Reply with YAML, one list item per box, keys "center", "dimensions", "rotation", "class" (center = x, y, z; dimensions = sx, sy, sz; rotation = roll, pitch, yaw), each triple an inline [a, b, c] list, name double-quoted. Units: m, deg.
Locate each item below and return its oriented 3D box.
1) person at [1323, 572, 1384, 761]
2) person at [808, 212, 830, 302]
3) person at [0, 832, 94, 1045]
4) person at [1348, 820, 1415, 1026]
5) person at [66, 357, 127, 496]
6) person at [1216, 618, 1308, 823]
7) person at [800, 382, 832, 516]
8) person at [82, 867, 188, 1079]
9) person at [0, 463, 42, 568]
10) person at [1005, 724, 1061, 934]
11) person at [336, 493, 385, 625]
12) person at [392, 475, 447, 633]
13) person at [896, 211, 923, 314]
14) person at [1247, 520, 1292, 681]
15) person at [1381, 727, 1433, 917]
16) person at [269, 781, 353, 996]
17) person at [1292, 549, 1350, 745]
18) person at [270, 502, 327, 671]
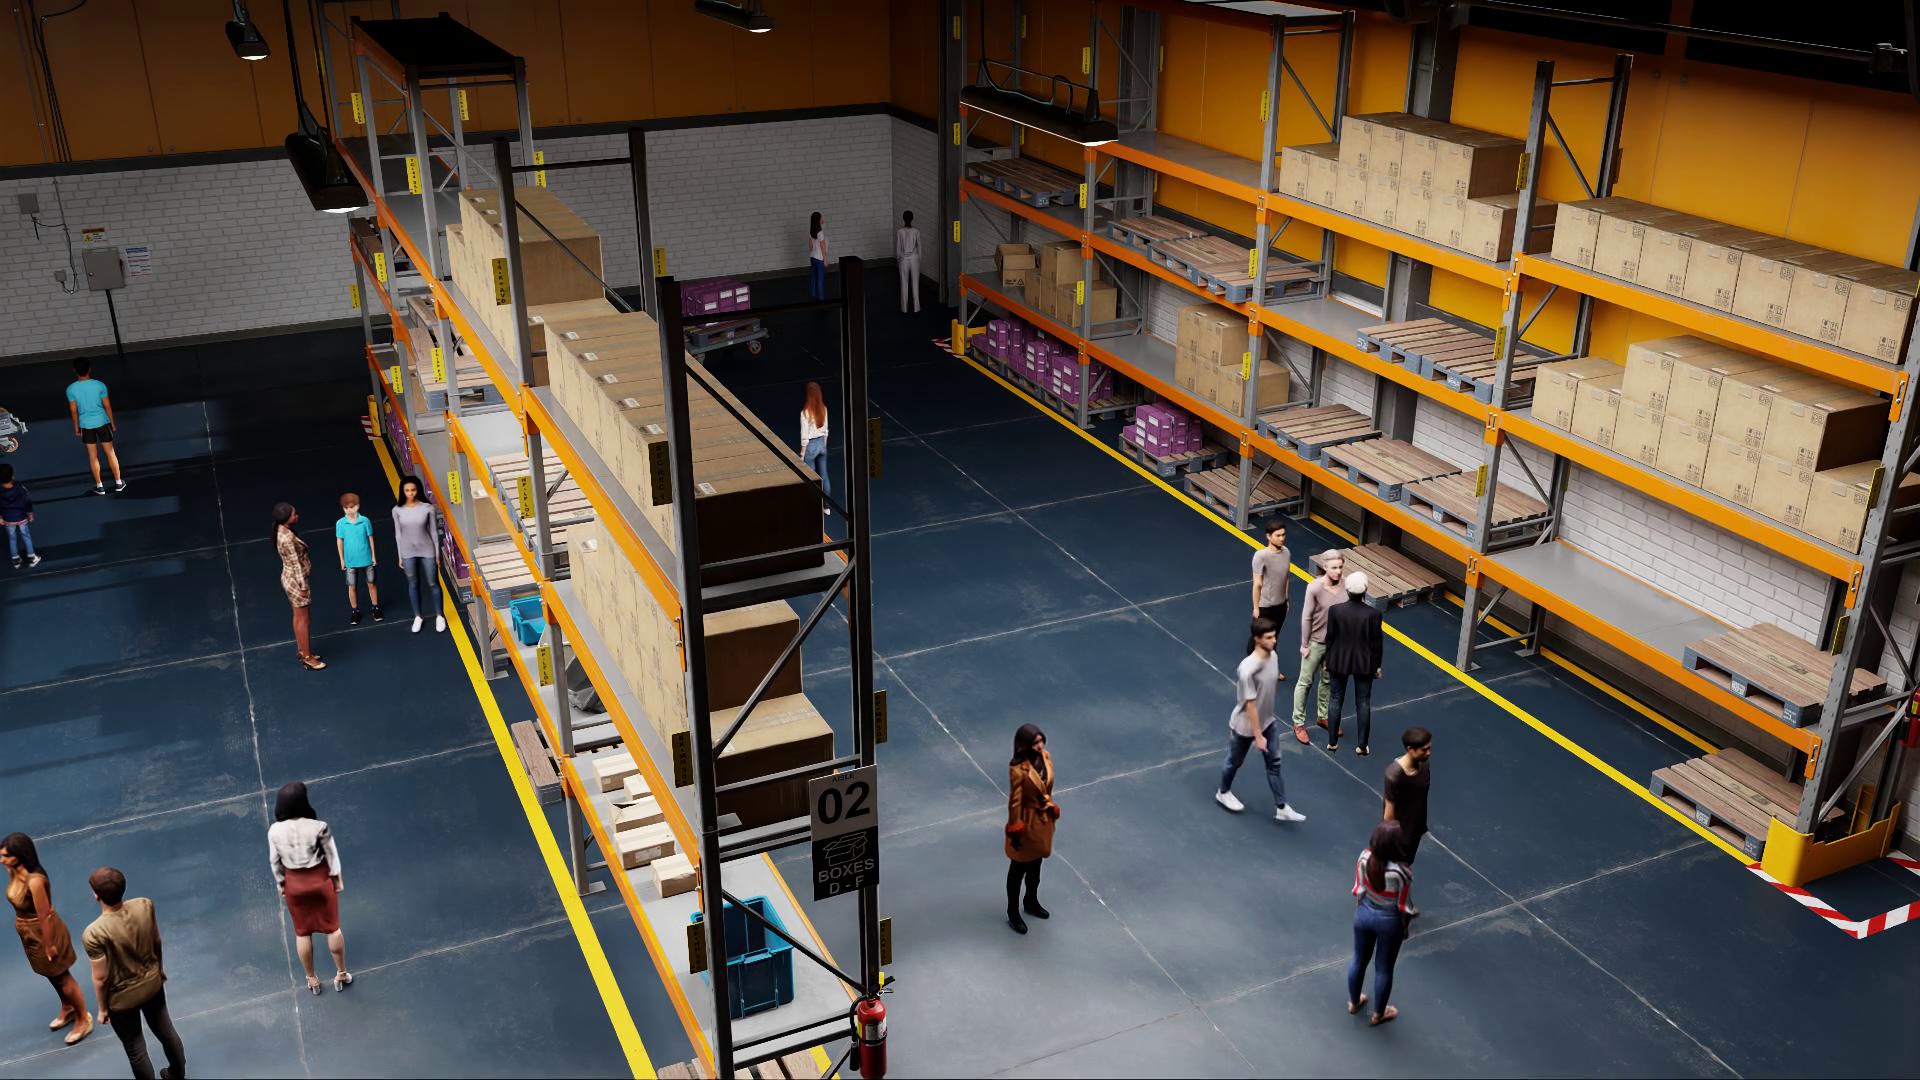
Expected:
- center: [3.388, 1.054, 14.213]
  dimensions: [0.832, 1.782, 0.800]
  rotation: [8, 25, 18]
  class: "person"
- center: [-2.466, -4.853, 28.899]
  dimensions: [0.701, 1.684, 0.524]
  rotation: [-16, 28, -32]
  class: "person"
- center: [-6.354, 2.744, 11.523]
  dimensions: [0.584, 1.683, 0.695]
  rotation: [17, 29, 35]
  class: "person"
- center: [2.963, 2.680, 11.757]
  dimensions: [0.582, 1.612, 0.723]
  rotation: [19, 30, 37]
  class: "person"
- center: [-10.922, -1.447, 20.996]
  dimensions: [0.630, 1.775, 0.526]
  rotation: [-13, 27, -27]
  class: "person"
- center: [2.423, 1.511, 14.136]
  dimensions: [0.892, 1.849, 1.178]
  rotation: [-20, 30, -38]
  class: "person"
- center: [-1.771, -1.101, 20.262]
  dimensions: [0.642, 1.729, 0.611]
  rotation: [-22, 32, -40]
  class: "person"
- center: [-5.404, 2.935, 10.874]
  dimensions: [0.781, 1.852, 0.747]
  rotation: [11, 26, 23]
  class: "person"
- center: [-10.828, -0.287, 19.043]
  dimensions: [0.541, 1.214, 0.493]
  rotation: [-7, 25, -16]
  class: "person"
- center: [0.534, 2.185, 12.757]
  dimensions: [0.759, 1.719, 0.720]
  rotation: [-22, 32, -40]
  class: "person"
- center: [-6.405, 0.174, 17.693]
  dimensions: [0.528, 1.449, 0.495]
  rotation: [-9, 25, -19]
  class: "person"
- center: [-5.664, 0.130, 17.438]
  dimensions: [0.659, 1.736, 0.629]
  rotation: [-3, 24, -6]
  class: "person"
- center: [-0.874, -4.801, 28.670]
  dimensions: [0.667, 1.774, 0.672]
  rotation: [0, 24, 0]
  class: "person"
- center: [3.054, 0.592, 16.395]
  dimensions: [0.620, 1.724, 0.547]
  rotation: [-13, 27, -28]
  class: "person"
- center: [3.392, 2.176, 12.788]
  dimensions: [0.644, 1.711, 0.601]
  rotation: [-16, 28, -33]
  class: "person"
- center: [-4.680, 2.508, 11.978]
  dimensions: [0.647, 1.751, 0.587]
  rotation: [-5, 24, -11]
  class: "person"
- center: [3.363, 0.944, 15.399]
  dimensions: [0.684, 1.876, 0.604]
  rotation: [-9, 25, -20]
  class: "person"
- center: [-6.628, 0.456, 16.618]
  dimensions: [0.663, 1.795, 0.513]
  rotation: [-13, 27, -28]
  class: "person"
